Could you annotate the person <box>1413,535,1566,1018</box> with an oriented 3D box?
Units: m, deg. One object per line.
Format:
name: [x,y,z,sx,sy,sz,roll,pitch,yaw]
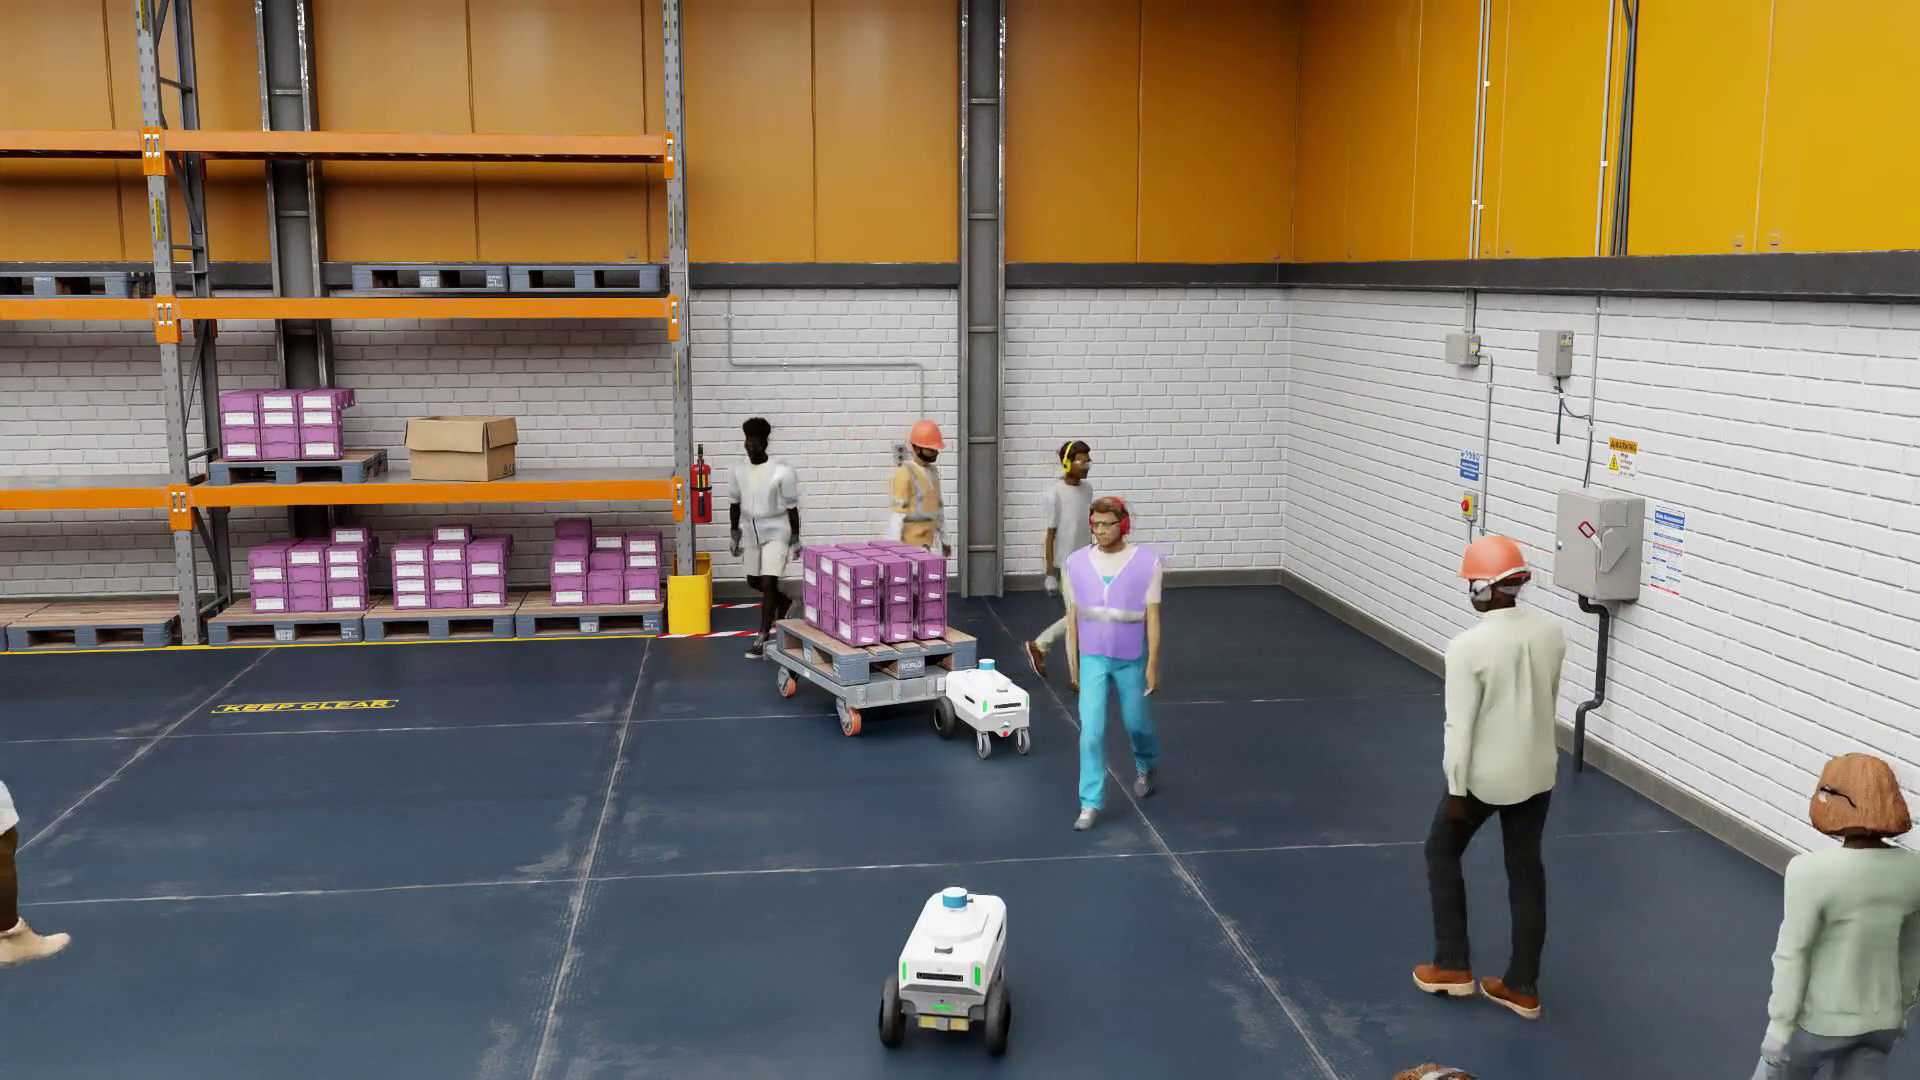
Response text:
person: [2.196,0.958,6.873,0.642,1.971,0.646,-3,10,-20]

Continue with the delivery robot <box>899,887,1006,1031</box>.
delivery robot: [-0.021,1.643,6.695,0.477,0.478,0.707,2,9,9]

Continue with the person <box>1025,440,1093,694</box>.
person: [0.763,0.192,12.061,0.734,1.843,0.527,8,12,39]

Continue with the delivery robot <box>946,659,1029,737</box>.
delivery robot: [0.173,1.008,10.663,0.477,0.478,0.707,-3,10,-21]

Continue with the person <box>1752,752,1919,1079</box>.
person: [2.620,1.431,4.981,0.535,1.619,0.348,-2,9,-13]

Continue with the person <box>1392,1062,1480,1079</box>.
person: [0.812,1.726,2.566,0.643,1.814,0.719,2,9,11]

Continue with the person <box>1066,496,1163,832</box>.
person: [0.866,0.644,9.285,0.570,1.820,0.838,3,10,20]

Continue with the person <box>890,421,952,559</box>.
person: [-0.252,0.022,12.899,0.735,1.898,0.696,4,10,24]

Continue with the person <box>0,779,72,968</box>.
person: [-4.334,0.927,6.974,0.622,2.009,0.948,6,11,35]

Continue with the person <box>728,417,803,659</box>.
person: [-1.512,-0.062,13.375,0.632,1.927,0.851,4,10,25]
